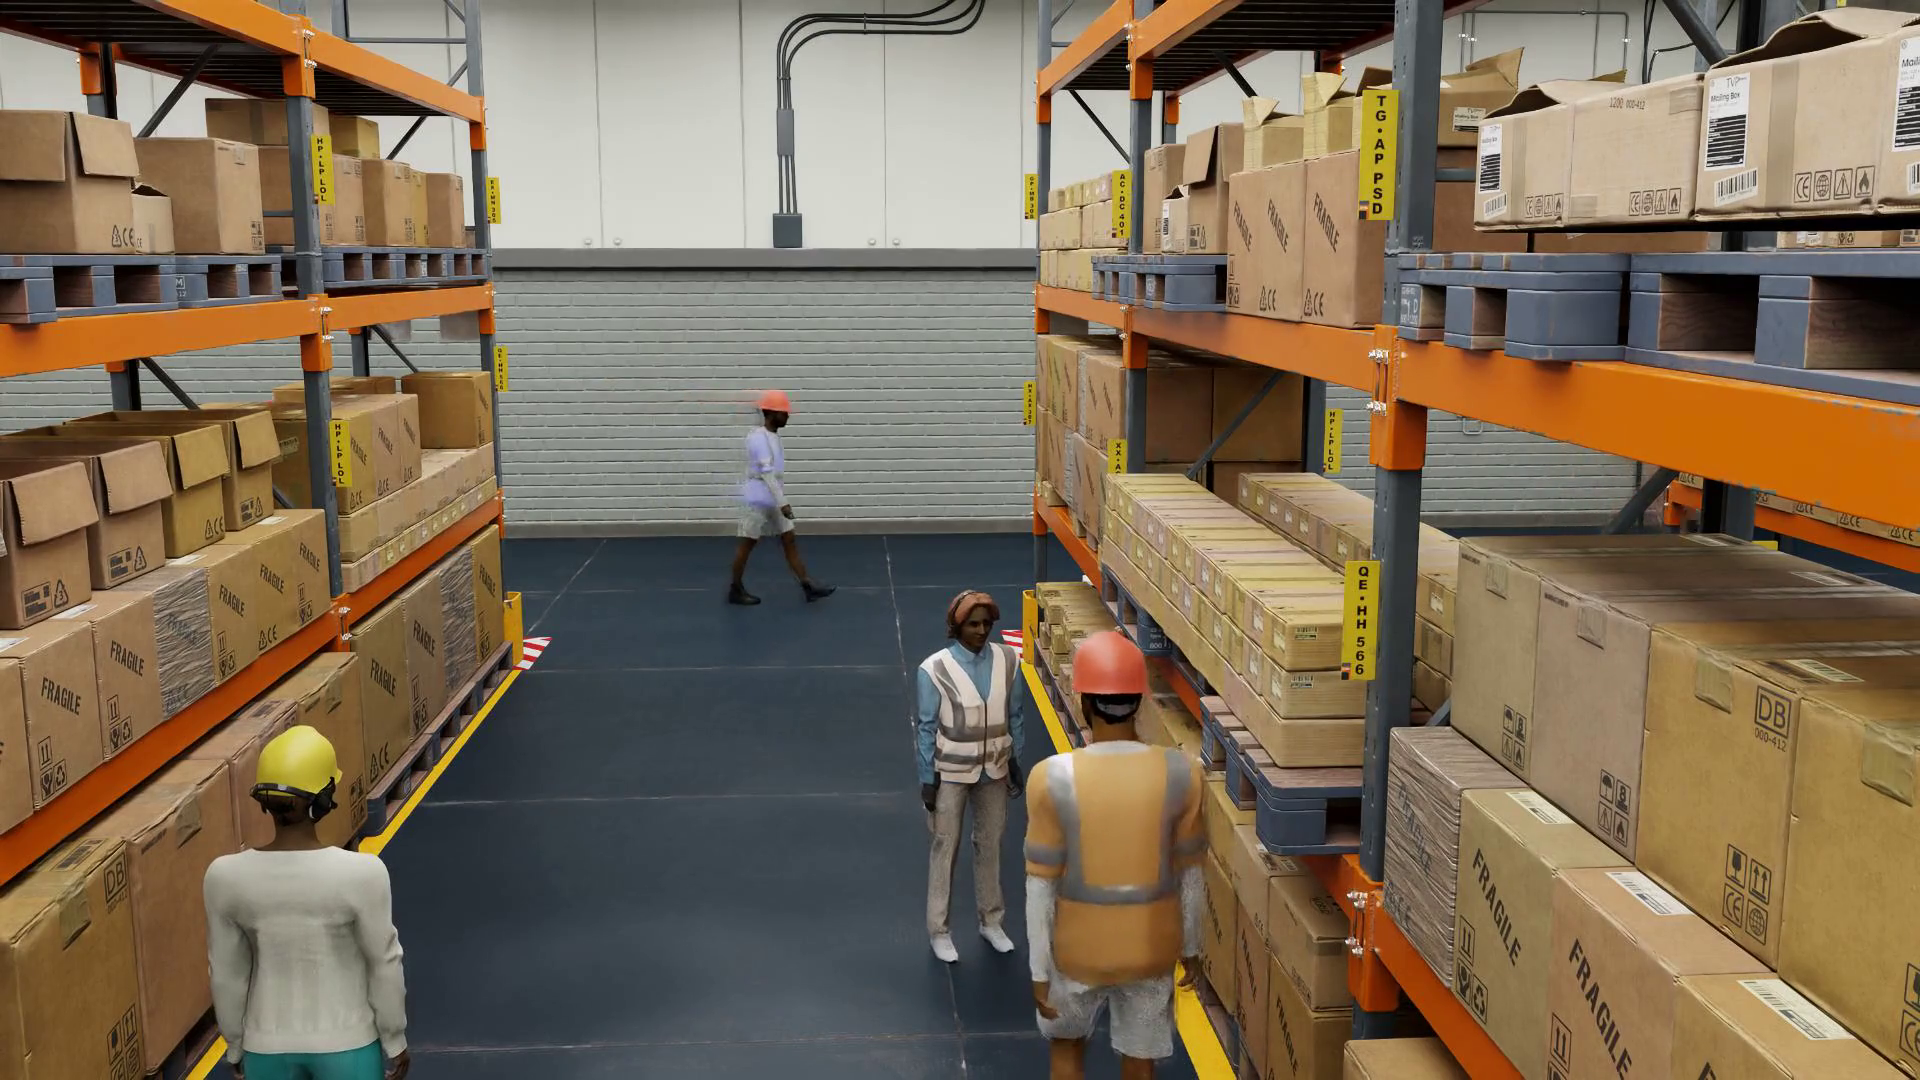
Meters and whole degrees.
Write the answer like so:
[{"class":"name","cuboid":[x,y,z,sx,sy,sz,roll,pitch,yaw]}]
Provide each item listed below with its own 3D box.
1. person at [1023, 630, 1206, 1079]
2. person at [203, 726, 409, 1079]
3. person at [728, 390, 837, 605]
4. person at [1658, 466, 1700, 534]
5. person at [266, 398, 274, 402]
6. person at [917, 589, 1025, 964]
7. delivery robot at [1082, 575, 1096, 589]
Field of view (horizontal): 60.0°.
[{"class":"person","cuboid":[0.470,1.232,5.061,0.566,1.922,0.433,0,10,-2]},{"class":"person","cuboid":[-1.790,1.382,4.612,0.524,1.769,0.314,0,10,-1]},{"class":"person","cuboid":[-1.585,-0.347,14.439,1.019,1.878,0.548,3,10,16]},{"class":"person","cuboid":[6.085,-0.270,13.957,0.446,1.891,0.655,2,10,14]},{"class":"person","cuboid":[-5.097,-0.095,12.596,0.609,2.008,0.542,4,11,24]},{"class":"person","cuboid":[0.041,1.013,7.192,0.508,1.628,0.320,-5,11,-28]},{"class":"delivery robot","cuboid":[1.347,0.414,13.601,0.707,0.478,0.477,9,13,42]}]
